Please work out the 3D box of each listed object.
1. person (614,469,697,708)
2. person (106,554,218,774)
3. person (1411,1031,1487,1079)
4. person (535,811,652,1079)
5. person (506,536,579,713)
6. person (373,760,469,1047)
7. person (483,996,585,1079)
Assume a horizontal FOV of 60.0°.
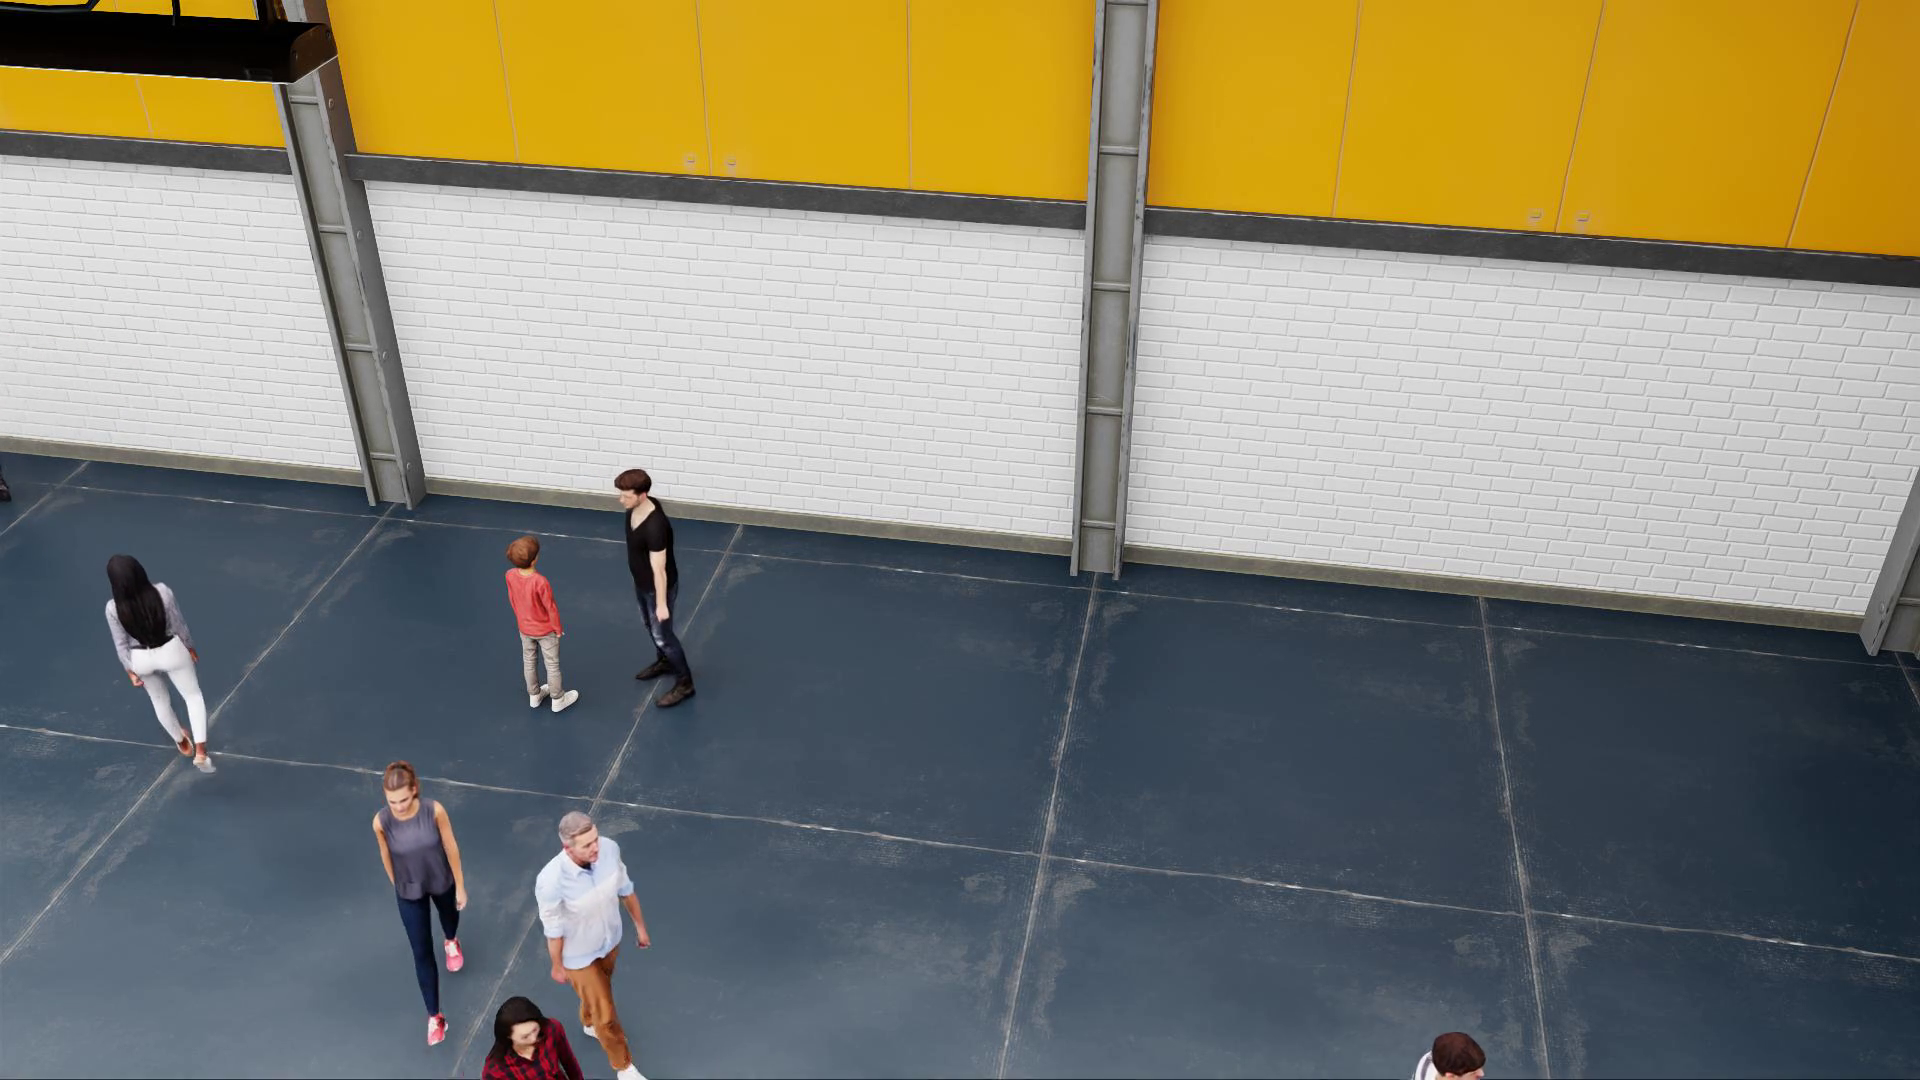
[{"bbox_3d":[-2.088,0.296,11.557,0.826,1.879,0.798,-14,36,-20],"label":"person"},{"bbox_3d":[-5.219,0.835,10.899,0.996,1.710,1.010,-17,37,-24],"label":"person"},{"bbox_3d":[2.072,2.883,7.709,1.006,1.830,0.707,9,35,14],"label":"person"},{"bbox_3d":[-2.040,2.111,8.896,1.038,1.802,0.905,20,39,27],"label":"person"},{"bbox_3d":[-2.940,0.582,11.545,0.485,1.417,0.615,12,35,17],"label":"person"},{"bbox_3d":[-2.989,1.876,9.360,1.117,1.680,0.996,-11,35,-16],"label":"person"},{"bbox_3d":[-2.146,2.743,8.123,1.177,1.606,0.947,21,39,28],"label":"person"}]
